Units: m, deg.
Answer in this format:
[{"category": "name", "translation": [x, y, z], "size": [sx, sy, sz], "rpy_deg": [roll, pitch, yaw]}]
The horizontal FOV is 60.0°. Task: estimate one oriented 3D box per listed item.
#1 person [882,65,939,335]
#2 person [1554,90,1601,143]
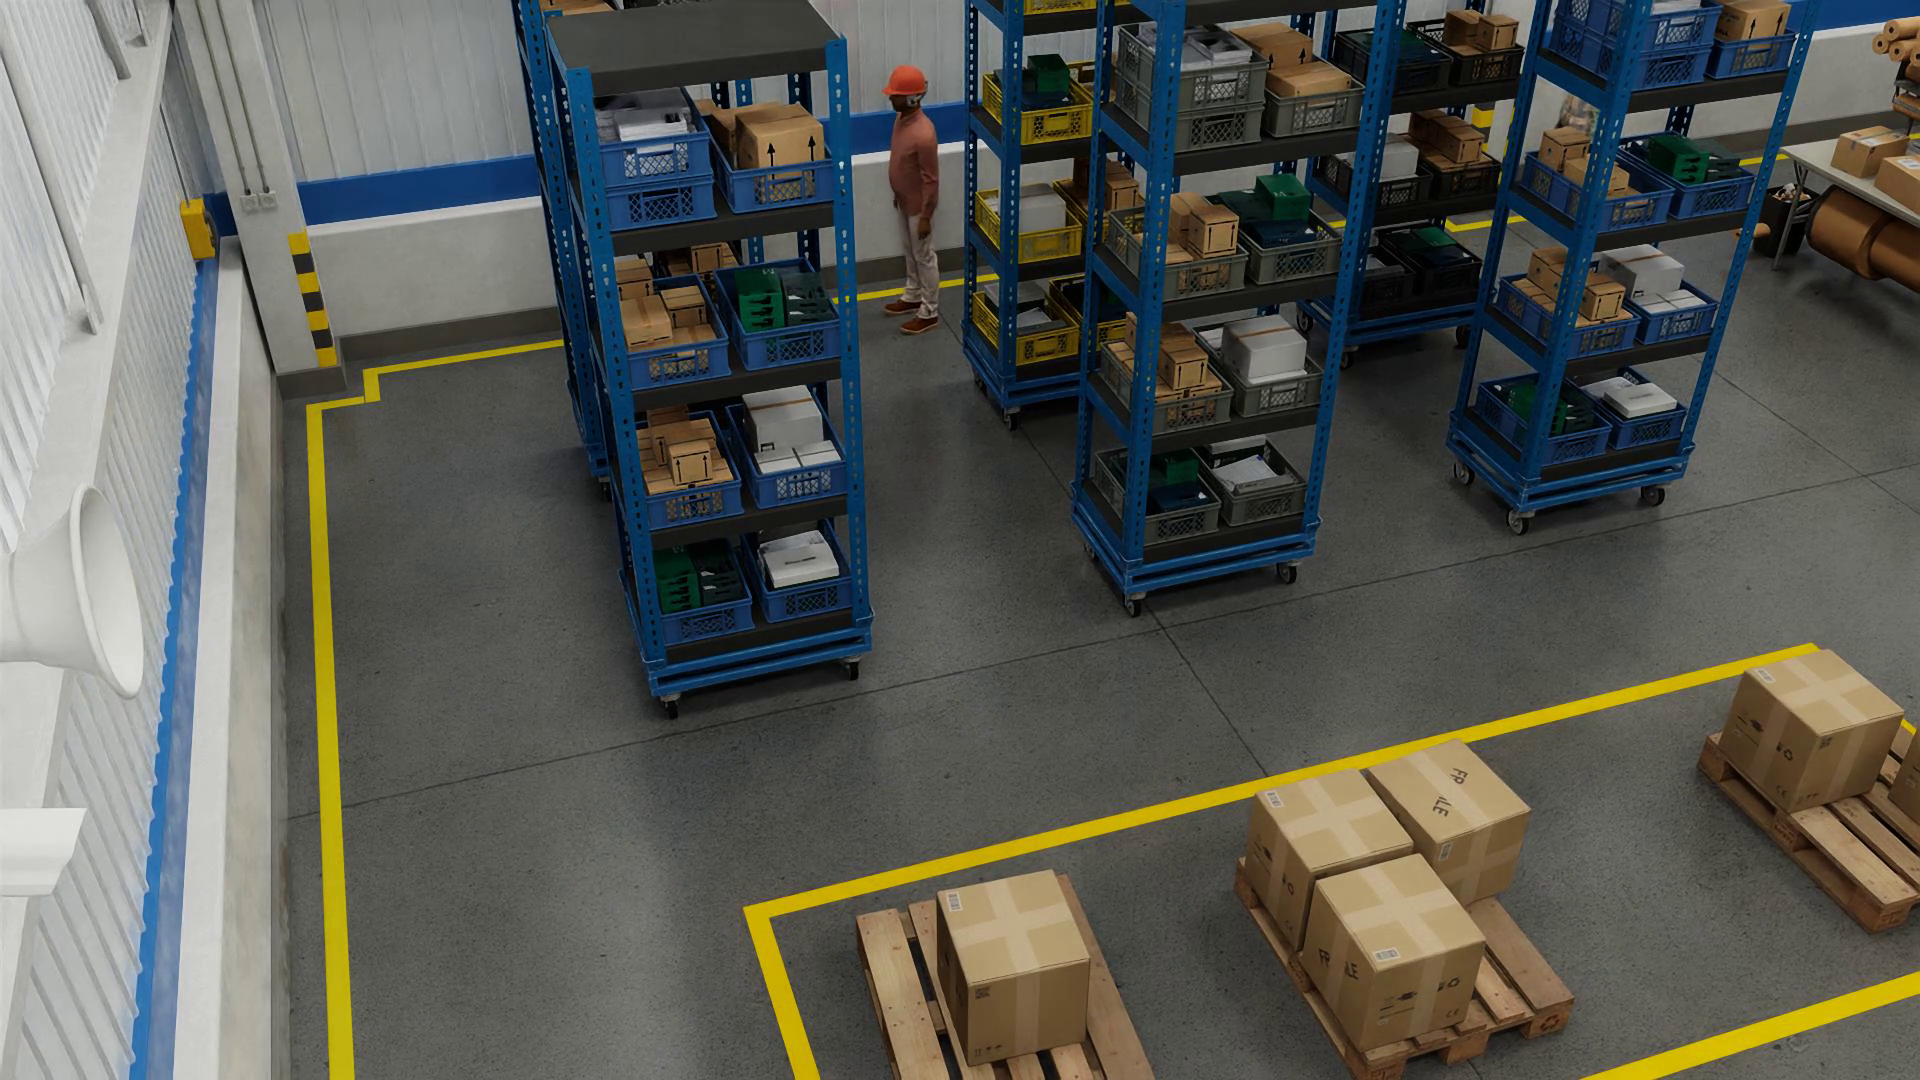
[{"category": "person", "translation": [-0.353, -2.448, 12.029], "size": [0.407, 1.991, 0.621], "rpy_deg": [-12, 37, -16]}, {"category": "person", "translation": [5.037, -3.301, 13.538], "size": [0.314, 1.637, 0.515], "rpy_deg": [-7, 36, -10]}]
